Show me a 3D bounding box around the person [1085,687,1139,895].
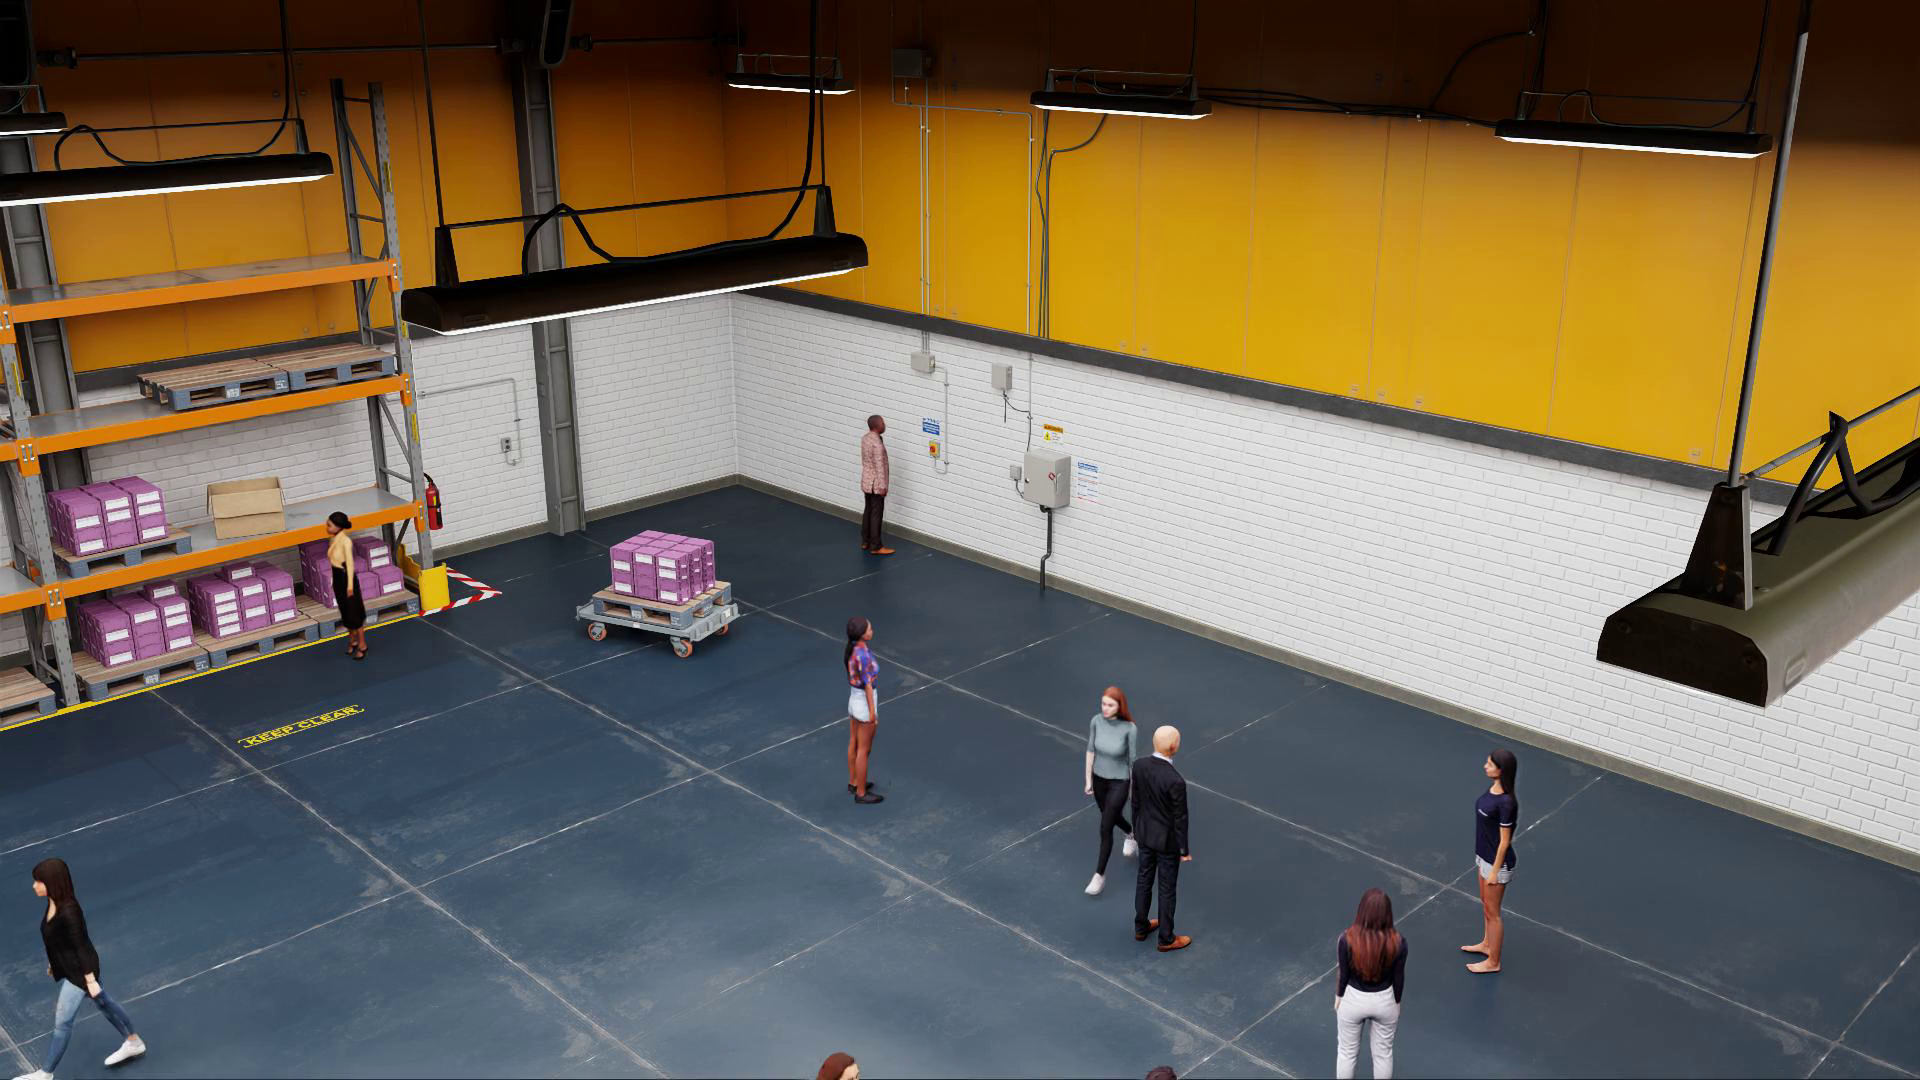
[{"bbox_3d":[1.265,1.963,13.508,0.694,1.719,1.156,13,23,34],"label":"person"}]

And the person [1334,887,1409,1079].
[{"bbox_3d":[2.622,2.969,10.696,0.664,1.606,0.707,1,19,4],"label":"person"}]

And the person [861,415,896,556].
[{"bbox_3d":[-1.105,-0.727,21.358,0.721,1.807,0.768,-8,20,-23],"label":"person"}]

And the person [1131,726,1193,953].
[{"bbox_3d":[1.507,2.242,12.560,0.582,1.796,0.692,-16,24,-39],"label":"person"}]

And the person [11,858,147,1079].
[{"bbox_3d":[-5.801,2.839,11.080,1.076,1.609,0.702,-13,23,-34],"label":"person"}]

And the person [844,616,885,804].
[{"bbox_3d":[-0.881,1.495,14.862,0.643,1.743,0.661,-7,20,-21],"label":"person"}]

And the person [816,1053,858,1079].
[{"bbox_3d":[-0.730,3.493,9.351,0.487,1.473,0.660,-14,23,-36],"label":"person"}]

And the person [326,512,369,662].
[{"bbox_3d":[-6.634,0.488,17.993,0.551,1.652,0.516,17,25,40],"label":"person"}]

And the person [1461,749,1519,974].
[{"bbox_3d":[3.946,2.358,12.265,0.729,1.764,0.639,3,19,9],"label":"person"}]
